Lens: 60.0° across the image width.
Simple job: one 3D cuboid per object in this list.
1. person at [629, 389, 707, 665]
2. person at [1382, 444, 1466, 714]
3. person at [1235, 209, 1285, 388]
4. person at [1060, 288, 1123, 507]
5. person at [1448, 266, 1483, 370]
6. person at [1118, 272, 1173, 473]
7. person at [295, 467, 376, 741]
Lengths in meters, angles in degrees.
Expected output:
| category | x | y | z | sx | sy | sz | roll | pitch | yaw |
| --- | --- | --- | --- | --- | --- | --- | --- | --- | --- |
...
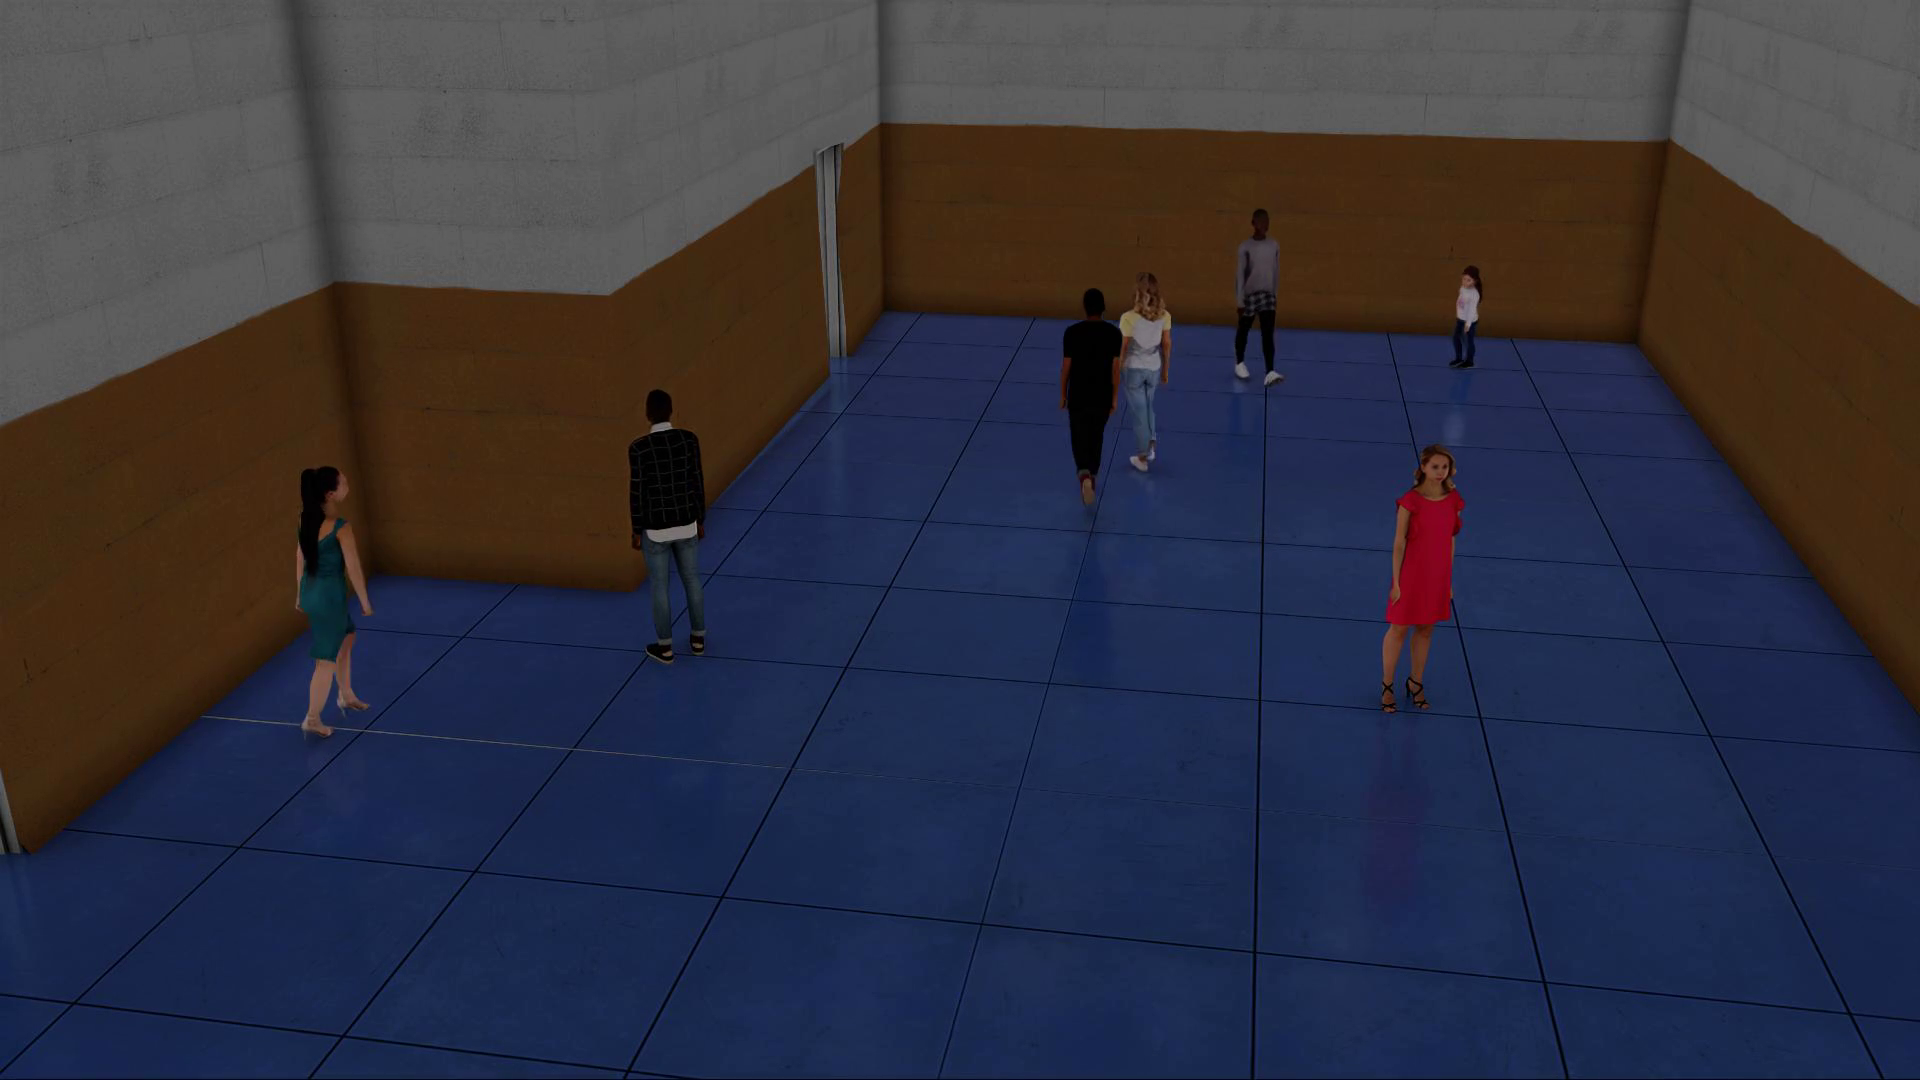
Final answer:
| category | x | y | z | sx | sy | sz | roll | pitch | yaw |
| --- | --- | --- | --- | --- | --- | --- | --- | --- | --- |
| person | -1.867 | -0.093 | 10.693 | 0.718 | 1.821 | 0.799 | -12 | 25 | -28 |
| person | 2.778 | 0.227 | 10.023 | 0.588 | 1.728 | 0.702 | -4 | 22 | -11 |
| person | 2.909 | -2.421 | 16.605 | 1.164 | 1.733 | 1.023 | -6 | 23 | -14 |
| person | 1.065 | -1.127 | 13.384 | 1.047 | 1.733 | 0.834 | 0 | 22 | -1 |
| person | 5.249 | -2.296 | 17.156 | 0.617 | 1.091 | 0.561 | -4 | 22 | -10 |
| person | 1.575 | -1.382 | 14.024 | 0.716 | 1.714 | 0.799 | -8 | 23 | -20 |
| person | -3.750 | 0.400 | 9.695 | 0.756 | 1.652 | 0.764 | 10 | 24 | 24 |
